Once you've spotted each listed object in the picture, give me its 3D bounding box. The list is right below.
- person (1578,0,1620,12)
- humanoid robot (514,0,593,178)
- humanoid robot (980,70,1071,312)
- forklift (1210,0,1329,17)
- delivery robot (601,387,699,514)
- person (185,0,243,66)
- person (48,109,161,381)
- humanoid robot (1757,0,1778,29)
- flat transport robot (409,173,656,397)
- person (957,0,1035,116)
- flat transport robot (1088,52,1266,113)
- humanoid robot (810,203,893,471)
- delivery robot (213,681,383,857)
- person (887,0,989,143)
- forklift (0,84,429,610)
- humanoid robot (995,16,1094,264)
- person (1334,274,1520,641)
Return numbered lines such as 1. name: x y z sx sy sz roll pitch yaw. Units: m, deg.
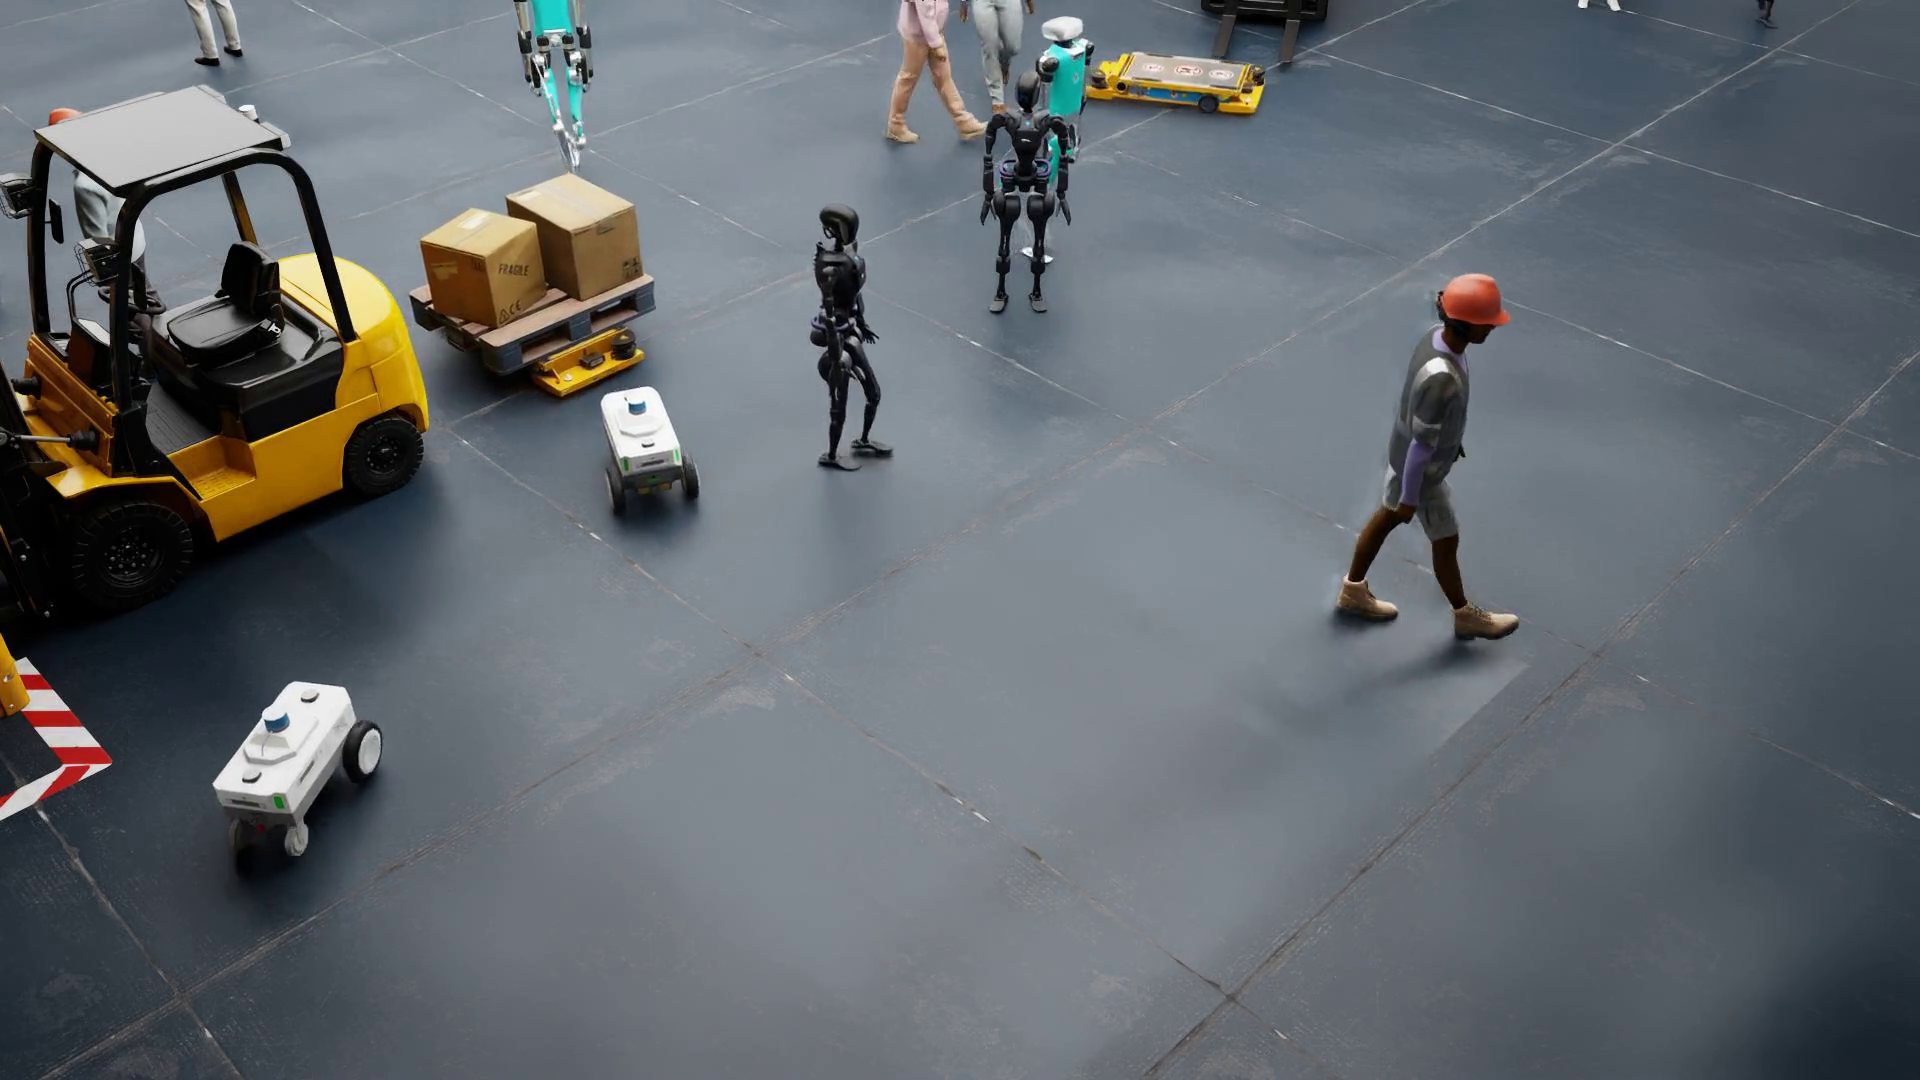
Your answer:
1. person: 6.186 -5.806 15.630 0.515 1.632 0.315 8 38 11
2. humanoid robot: -2.952 -3.407 12.380 0.541 1.770 1.038 -11 38 -14
3. humanoid robot: 0.432 -2.253 10.828 0.599 1.653 0.315 1 37 1
4. forklift: 3.106 -6.400 15.960 1.214 2.155 2.313 8 37 10
5. delivery robot: -1.814 -0.553 9.491 0.499 0.586 0.782 -12 38 -16
6. person: -6.679 -5.034 14.471 0.387 1.783 0.536 21 42 26
7. person: -5.185 -1.799 10.174 0.352 1.742 0.572 -4 37 -6
8. humanoid robot: 7.634 -5.614 15.339 0.610 1.635 0.501 -8 38 -11
9. flat transport robot: -2.754 -1.374 10.837 1.431 0.231 0.659 30 46 34
10. person: 0.264 -4.429 13.558 0.676 1.904 0.678 -3 37 -4
11. flat transport robot: 1.863 -3.919 14.243 1.431 0.231 0.659 9 38 12
12. humanoid robot: -0.635 -1.115 9.308 0.377 1.648 0.608 7 37 10
13. delivery robot: -2.989 0.983 7.457 0.499 0.614 0.812 6 37 8
14. person: -0.181 -3.939 13.041 0.938 1.735 0.550 10 38 13
15. forklift: -4.145 -1.093 8.856 2.313 2.155 1.214 -31 47 -34
16. humanoid robot: 0.524 -2.707 11.453 0.658 1.865 0.541 26 44 30
17. person: 2.398 -0.373 8.048 0.979 2.001 0.637 7 37 9
